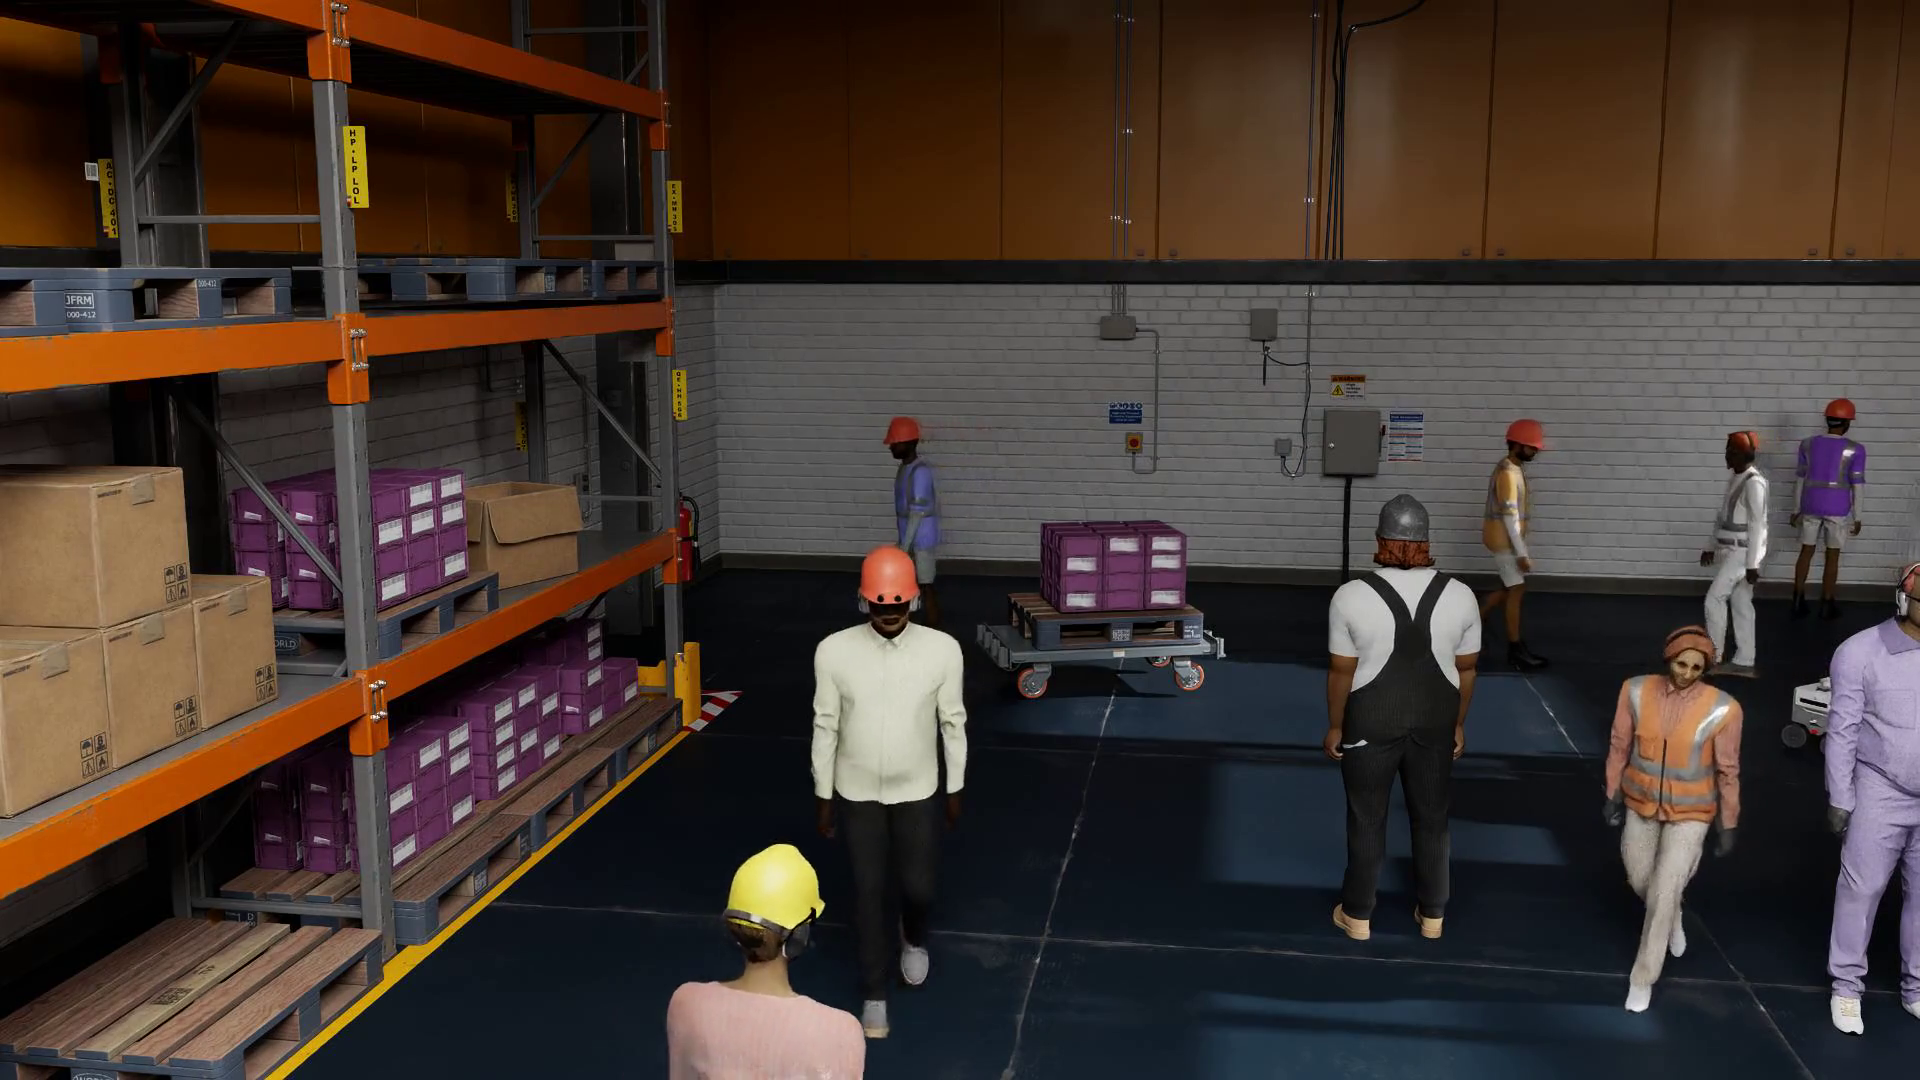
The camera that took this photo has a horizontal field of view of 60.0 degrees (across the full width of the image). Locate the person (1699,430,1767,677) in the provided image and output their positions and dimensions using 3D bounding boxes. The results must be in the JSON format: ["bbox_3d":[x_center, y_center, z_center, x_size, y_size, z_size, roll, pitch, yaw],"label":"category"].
[{"bbox_3d":[5.710,0.108,12.374,0.550,1.864,0.646,4,10,21],"label":"person"}]

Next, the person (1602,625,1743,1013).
[{"bbox_3d":[2.993,1.115,6.965,0.543,1.605,0.701,8,12,41],"label":"person"}]

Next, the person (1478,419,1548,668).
[{"bbox_3d":[4.171,0.016,12.765,0.778,1.916,0.652,4,10,21],"label":"person"}]

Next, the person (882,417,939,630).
[{"bbox_3d":[-0.424,0.002,12.870,0.656,1.909,0.538,-4,10,-25],"label":"person"}]

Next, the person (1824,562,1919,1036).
[{"bbox_3d":[3.767,1.025,6.588,0.641,1.908,0.408,1,9,5],"label":"person"}]

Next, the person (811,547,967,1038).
[{"bbox_3d":[-0.284,0.980,6.675,0.620,1.973,0.573,0,9,-2],"label":"person"}]

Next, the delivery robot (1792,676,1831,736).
[{"bbox_3d":[5.610,1.015,10.517,0.707,0.478,0.477,-5,10,-29],"label":"delivery robot"}]

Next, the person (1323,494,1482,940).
[{"bbox_3d":[1.971,0.798,7.571,0.676,2.000,0.536,0,9,0],"label":"person"}]

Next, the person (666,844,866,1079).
[{"bbox_3d":[-0.437,1.548,3.919,0.545,1.711,0.898,4,10,21],"label":"person"}]

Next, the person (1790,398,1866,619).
[{"bbox_3d":[7.565,-0.274,14.509,0.383,1.932,0.574,-9,13,-43],"label":"person"}]
